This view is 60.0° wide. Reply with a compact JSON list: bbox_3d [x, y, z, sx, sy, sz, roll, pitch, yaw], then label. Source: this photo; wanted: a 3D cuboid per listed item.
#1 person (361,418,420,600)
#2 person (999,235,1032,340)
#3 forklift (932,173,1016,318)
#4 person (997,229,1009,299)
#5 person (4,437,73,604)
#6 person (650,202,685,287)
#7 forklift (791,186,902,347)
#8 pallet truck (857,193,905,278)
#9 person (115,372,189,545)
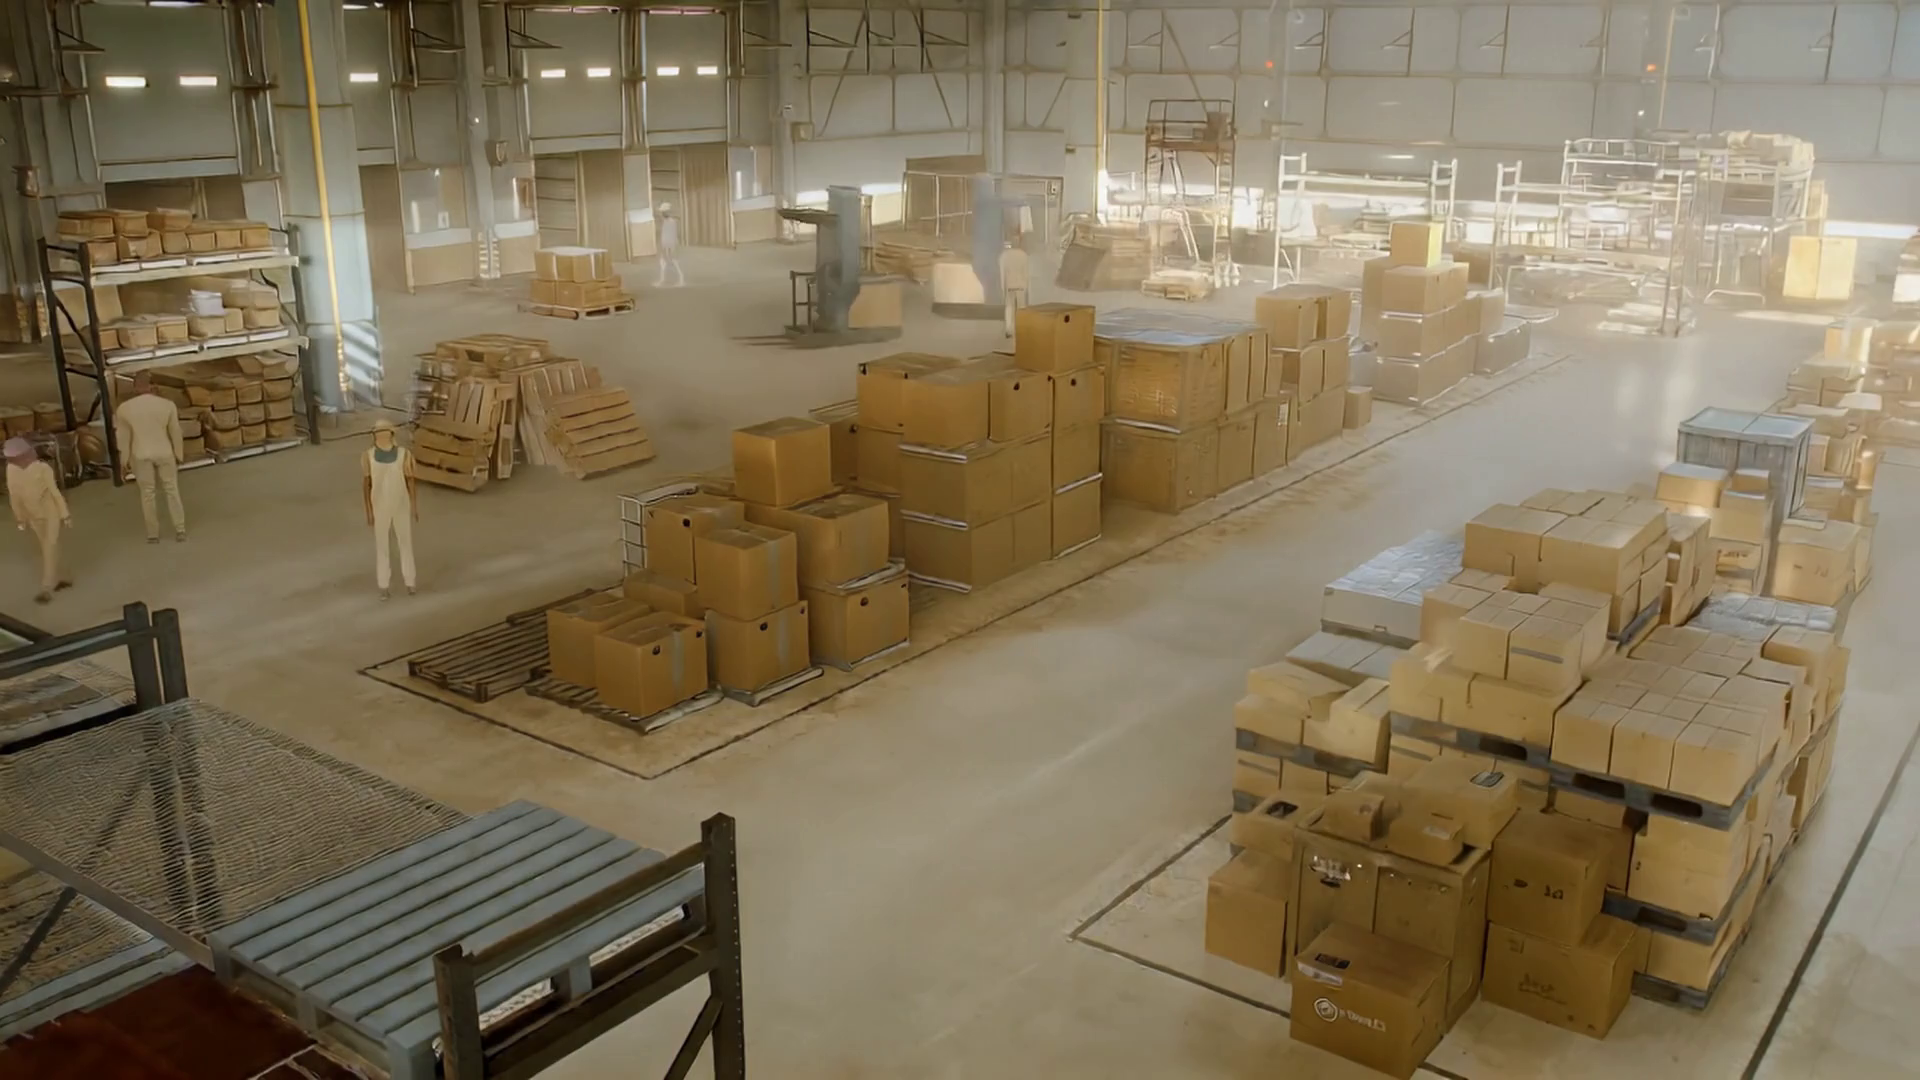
[{"bbox_3d":[-5.664,-0.318,16.589,0.507,1.847,0.351,-6,18,-18],"label":"person"},{"bbox_3d":[1.033,-4.670,30.865,0.634,1.944,0.394,6,18,20],"label":"person"},{"bbox_3d":[0.432,-5.931,33.414,1.873,2.768,1.129,3,17,8],"label":"forklift"},{"bbox_3d":[0.806,-5.676,34.680,0.522,1.639,0.306,12,20,34],"label":"person"},{"bbox_3d":[-9.183,-0.214,16.516,0.500,1.683,0.837,3,17,9],"label":"person"},{"bbox_3d":[-6.618,-6.623,37.355,0.884,1.899,0.557,-9,19,-28],"label":"person"},{"bbox_3d":[-2.113,-5.071,30.565,1.873,2.768,1.129,-7,18,-21],"label":"forklift"},{"bbox_3d":[-1.936,-7.159,38.982,1.885,1.965,0.823,-12,21,-34],"label":"pallet truck"},{"bbox_3d":[-8.906,-0.898,18.361,0.627,1.933,0.371,-8,19,-25],"label":"person"}]
